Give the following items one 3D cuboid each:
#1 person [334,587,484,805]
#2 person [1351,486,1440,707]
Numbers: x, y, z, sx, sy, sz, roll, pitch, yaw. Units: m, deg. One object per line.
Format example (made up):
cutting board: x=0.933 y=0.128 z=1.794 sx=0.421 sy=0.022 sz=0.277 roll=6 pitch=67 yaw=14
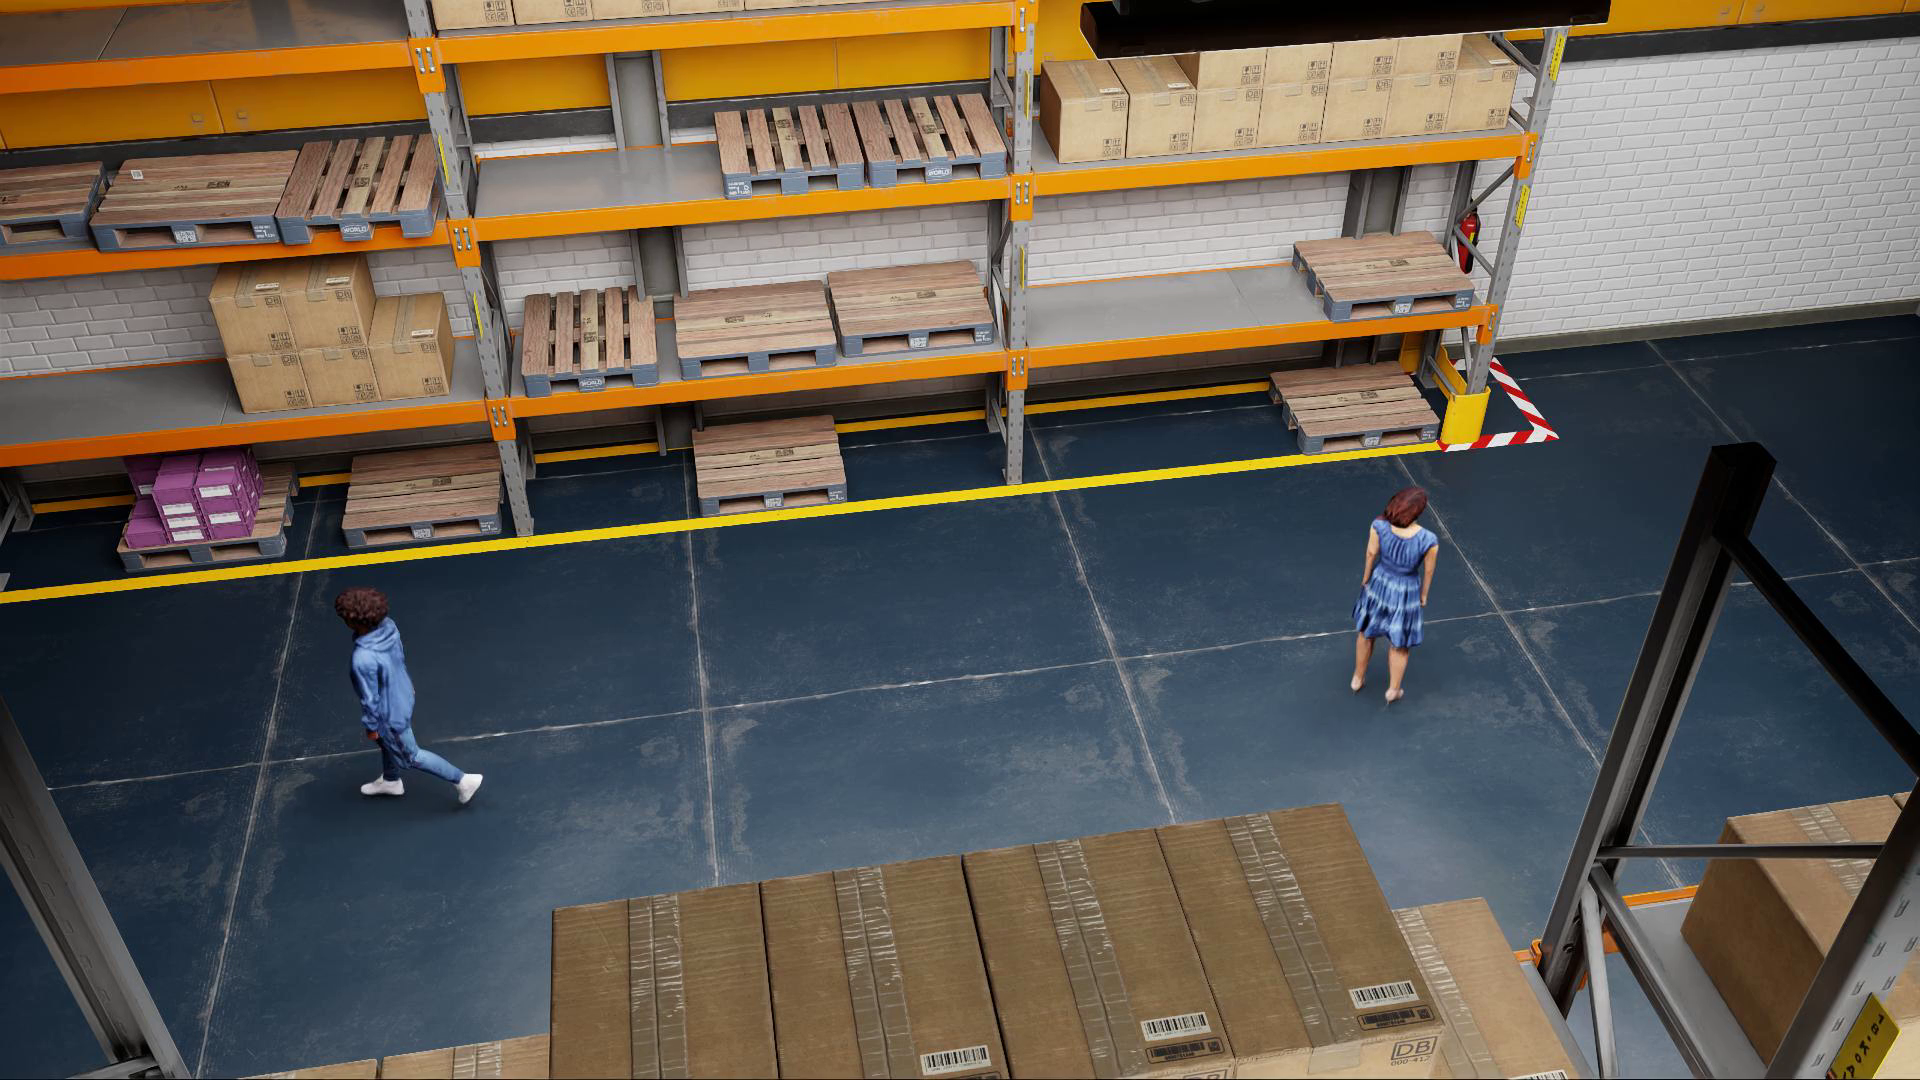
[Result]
person: x=-3.547 y=1.041 z=10.547 sx=1.150 sy=1.786 sz=0.805 roll=0 pitch=39 yaw=0
person: x=2.956 y=0.385 z=11.352 sx=0.732 sy=1.805 sz=0.819 roll=18 pitch=42 yaw=21
